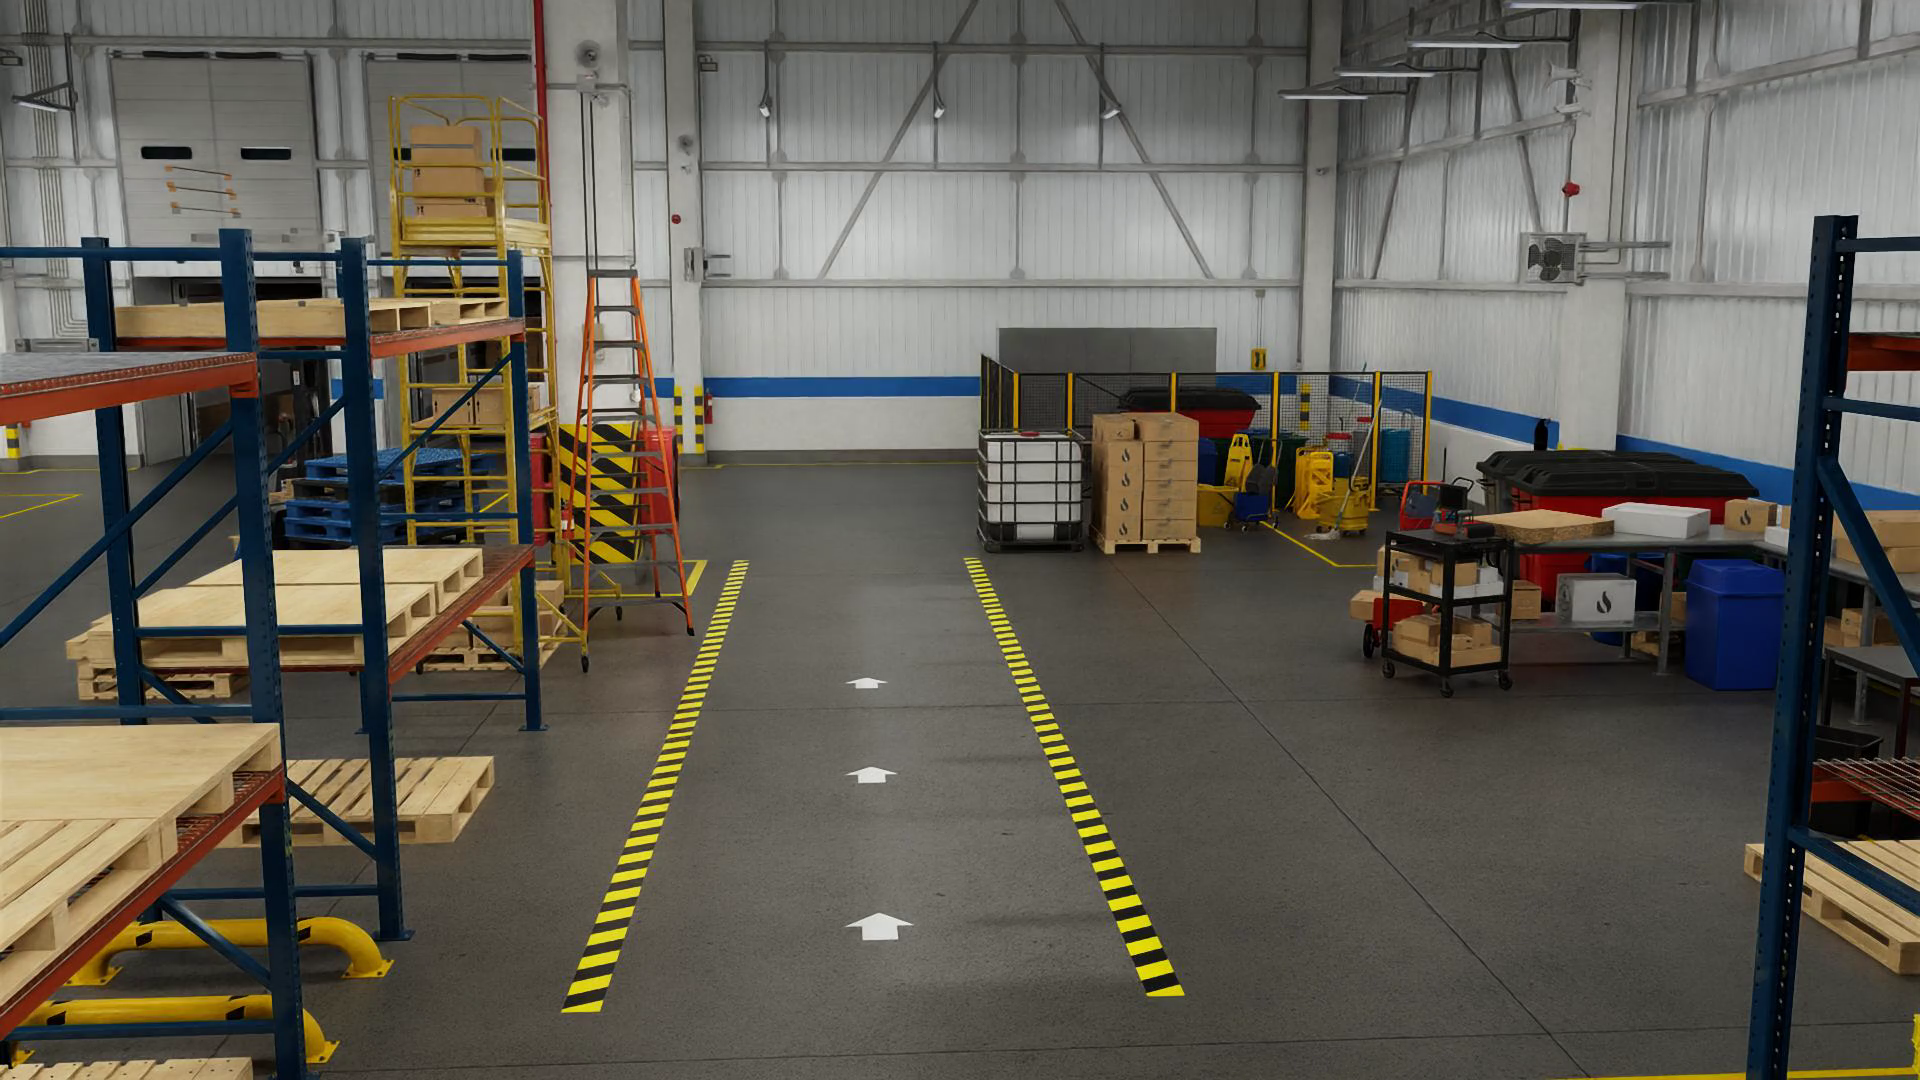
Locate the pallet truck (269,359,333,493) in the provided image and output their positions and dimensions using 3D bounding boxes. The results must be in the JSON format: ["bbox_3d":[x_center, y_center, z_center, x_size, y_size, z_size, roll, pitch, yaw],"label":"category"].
[{"bbox_3d":[-7.062,-1.131,18.996,1.885,1.965,0.823,2,9,13],"label":"pallet truck"}]
